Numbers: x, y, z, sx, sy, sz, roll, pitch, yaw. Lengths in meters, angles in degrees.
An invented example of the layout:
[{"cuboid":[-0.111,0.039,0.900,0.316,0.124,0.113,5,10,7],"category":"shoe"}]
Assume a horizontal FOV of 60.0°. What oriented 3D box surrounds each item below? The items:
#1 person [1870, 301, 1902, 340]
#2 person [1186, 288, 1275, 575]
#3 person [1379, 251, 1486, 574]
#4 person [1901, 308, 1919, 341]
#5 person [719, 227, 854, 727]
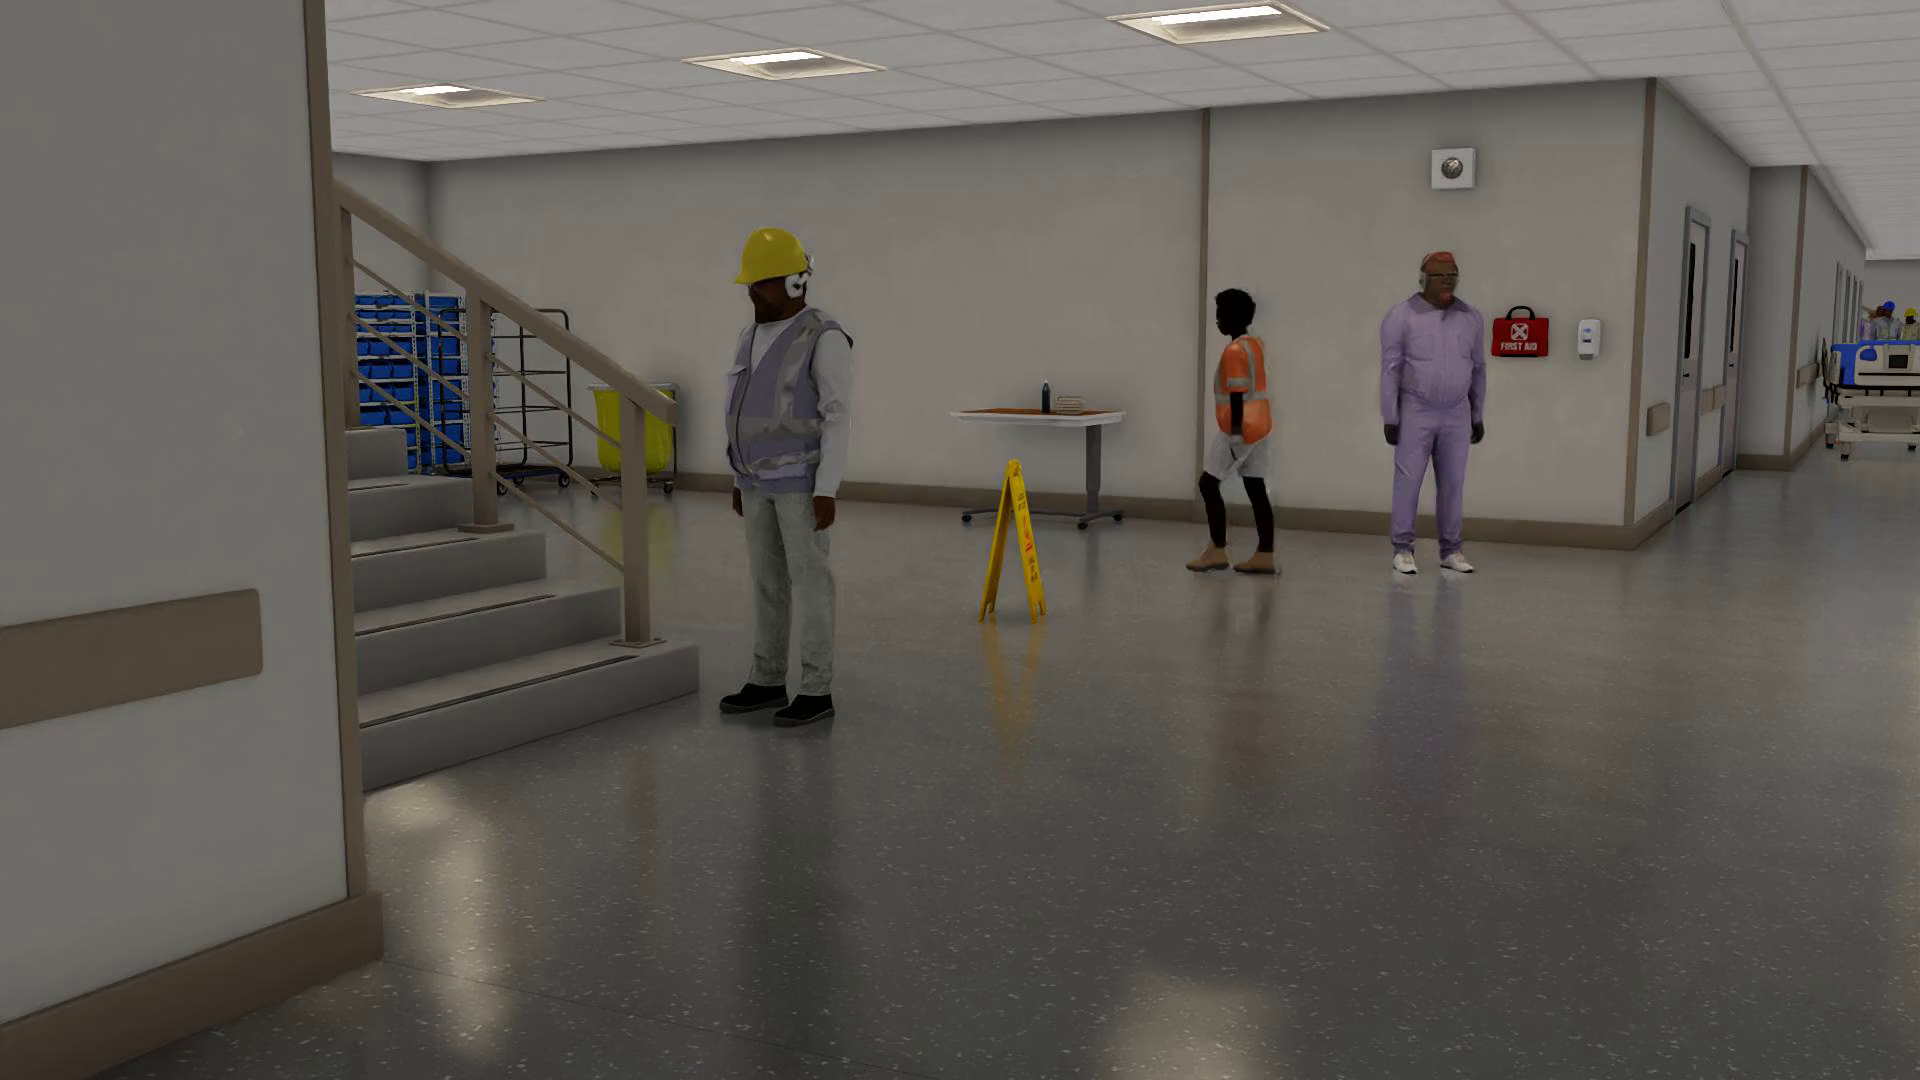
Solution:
[{"cuboid":[19.252,-3.988,34.604,0.605,1.946,0.399,1,8,10],"category":"person"},{"cuboid":[1.570,-0.626,9.735,0.640,1.670,0.555,3,8,25],"category":"person"},{"cuboid":[2.799,-0.743,9.828,0.638,1.900,0.403,-1,7,-8],"category":"person"},{"cuboid":[20.677,-4.133,36.210,0.405,1.823,0.590,-3,8,-22],"category":"person"},{"cuboid":[-0.659,-0.229,6.148,0.403,1.822,0.588,-7,10,-44],"category":"person"}]
